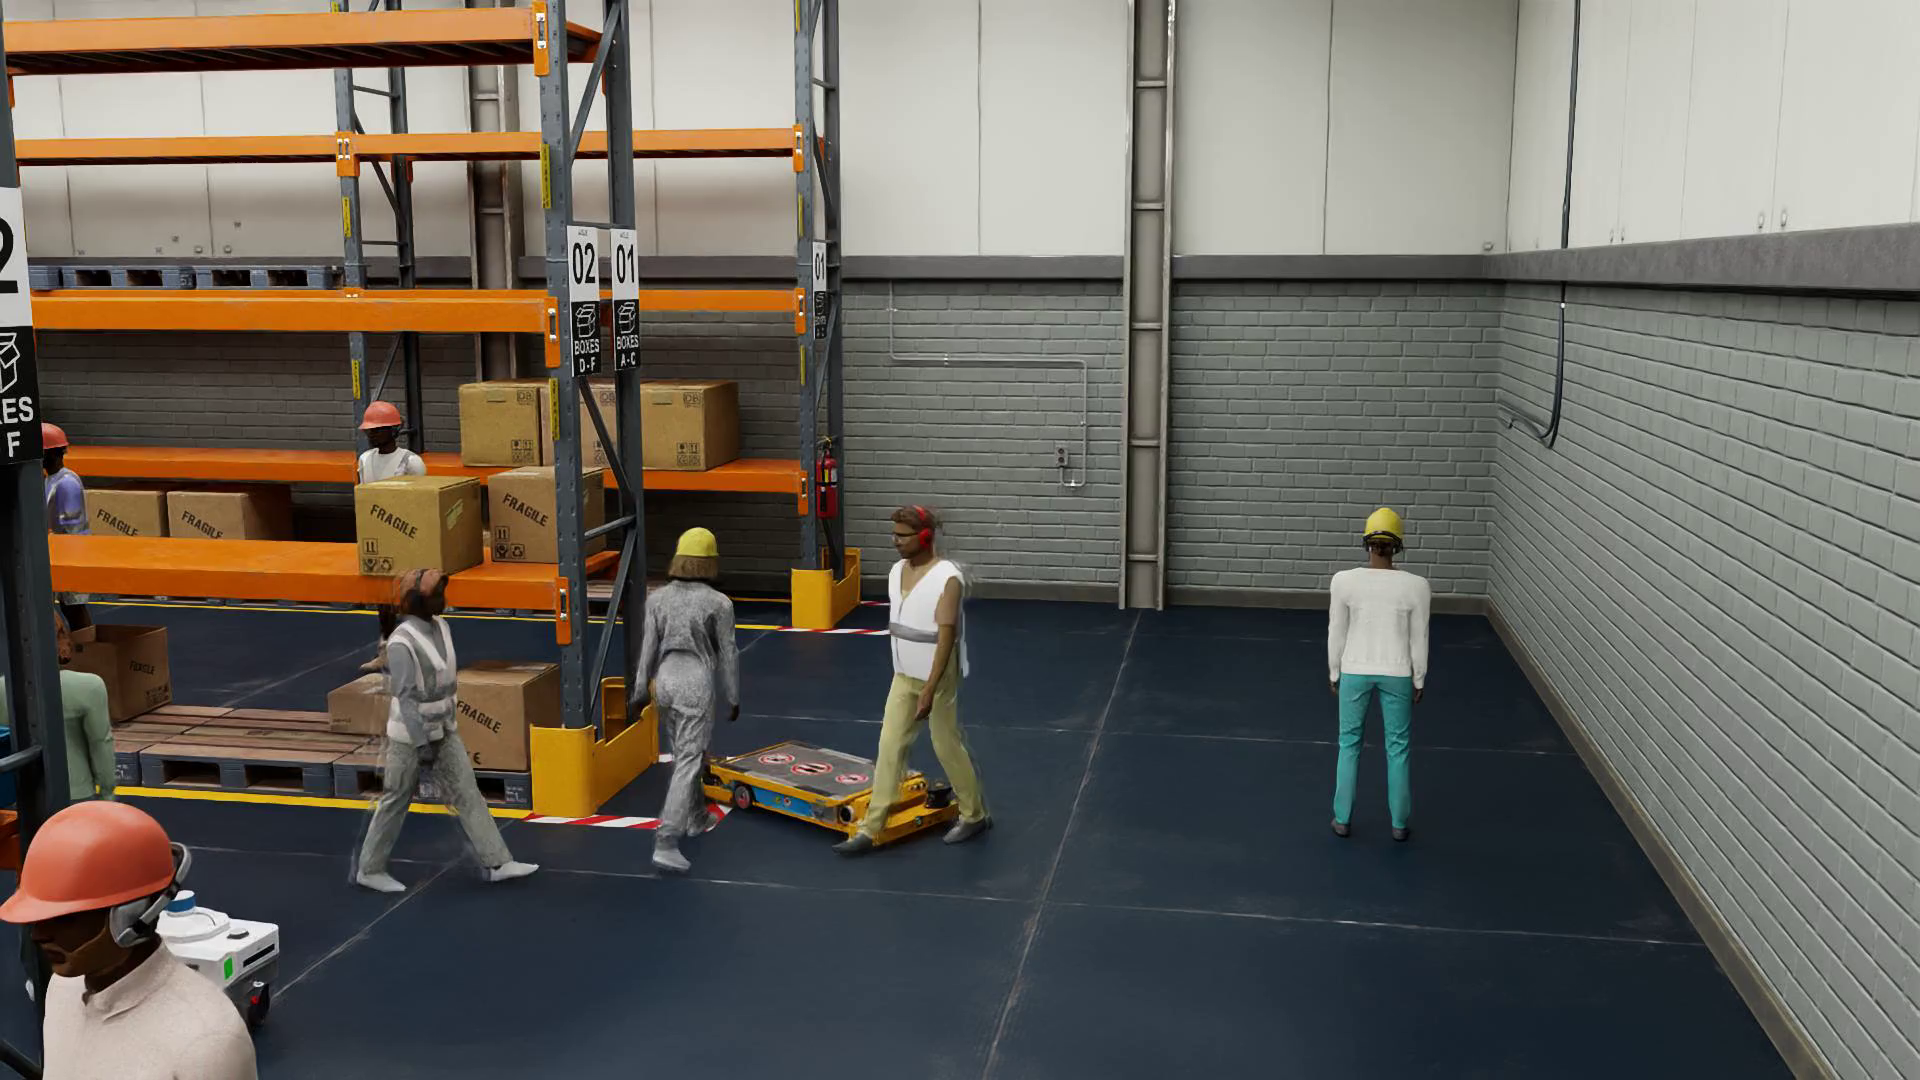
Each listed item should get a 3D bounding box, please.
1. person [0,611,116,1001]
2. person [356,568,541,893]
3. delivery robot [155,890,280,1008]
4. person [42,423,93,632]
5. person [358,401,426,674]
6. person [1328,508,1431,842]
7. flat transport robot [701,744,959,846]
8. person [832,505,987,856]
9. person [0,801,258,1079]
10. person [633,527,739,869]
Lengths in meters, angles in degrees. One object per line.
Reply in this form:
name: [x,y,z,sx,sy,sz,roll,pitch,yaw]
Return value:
person: [-3.743,1.079,6.846,0.501,1.632,0.280,-3,10,-18]
person: [-2.520,0.922,7.965,0.873,1.586,0.528,2,9,12]
delivery robot: [-3.045,1.621,6.531,0.707,0.478,0.477,3,10,15]
person: [-6.403,0.130,11.849,0.392,1.930,0.539,-8,12,-40]
person: [-4.217,-0.003,12.297,0.608,2.044,0.377,4,10,24]
person: [2.201,0.706,8.794,0.520,1.758,0.343,2,9,14]
flat transport robot: [-0.756,1.374,9.235,1.431,0.197,0.652,8,12,40]
person: [-0.219,0.717,8.547,0.862,1.806,0.571,-7,12,-39]
person: [-1.608,1.474,3.282,0.625,1.992,0.386,6,11,33]
person: [-1.416,0.789,8.495,0.512,1.686,0.896,3,10,20]
